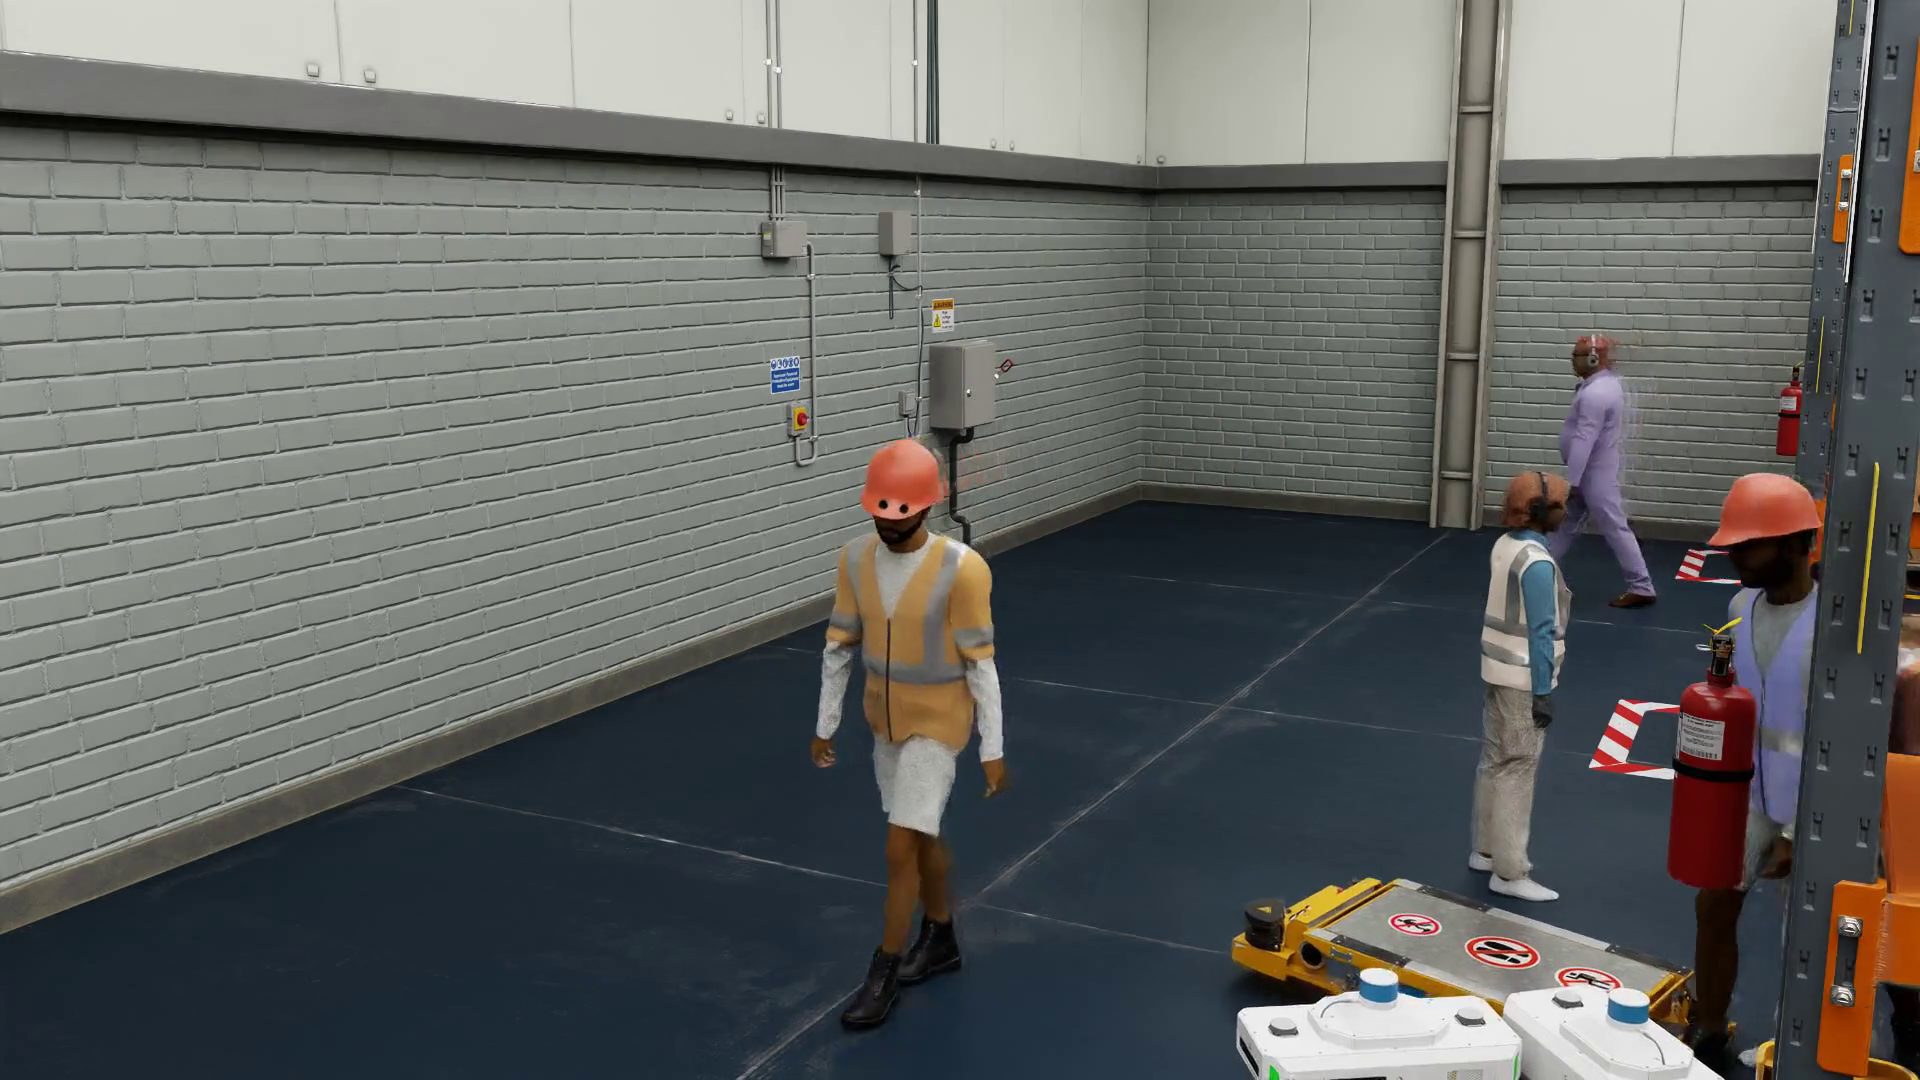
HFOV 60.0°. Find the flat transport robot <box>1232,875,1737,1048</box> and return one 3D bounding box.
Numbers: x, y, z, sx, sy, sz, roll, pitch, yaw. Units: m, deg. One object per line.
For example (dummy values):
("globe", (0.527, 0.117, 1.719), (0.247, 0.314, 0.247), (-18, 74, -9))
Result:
("flat transport robot", (1.666, 1.400, 5.386), (1.431, 0.197, 0.652), (12, 15, 41))

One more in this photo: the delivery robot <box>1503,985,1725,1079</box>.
("delivery robot", (1.727, 1.414, 4.333), (0.477, 0.478, 0.707), (-3, 11, -13))

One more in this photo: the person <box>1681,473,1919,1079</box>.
("person", (2.492, 0.725, 4.814), (0.926, 1.876, 0.572), (-3, 11, -18))

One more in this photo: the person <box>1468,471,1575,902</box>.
("person", (2.147, 0.547, 6.365), (0.310, 1.636, 0.522), (0, 10, 1))

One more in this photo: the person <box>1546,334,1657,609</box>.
("person", (4.269, -0.461, 11.295), (1.056, 1.854, 0.657), (5, 11, 24))

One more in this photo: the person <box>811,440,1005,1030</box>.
("person", (-0.201, 0.609, 5.329), (0.661, 1.884, 0.754), (8, 13, 36))

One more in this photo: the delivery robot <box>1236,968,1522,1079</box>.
("delivery robot", (1.111, 1.392, 4.454), (0.707, 0.478, 0.477), (-1, 10, -6))

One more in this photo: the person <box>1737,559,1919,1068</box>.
("person", (2.697, 0.821, 4.925), (0.579, 1.617, 0.523), (-2, 11, -9))
